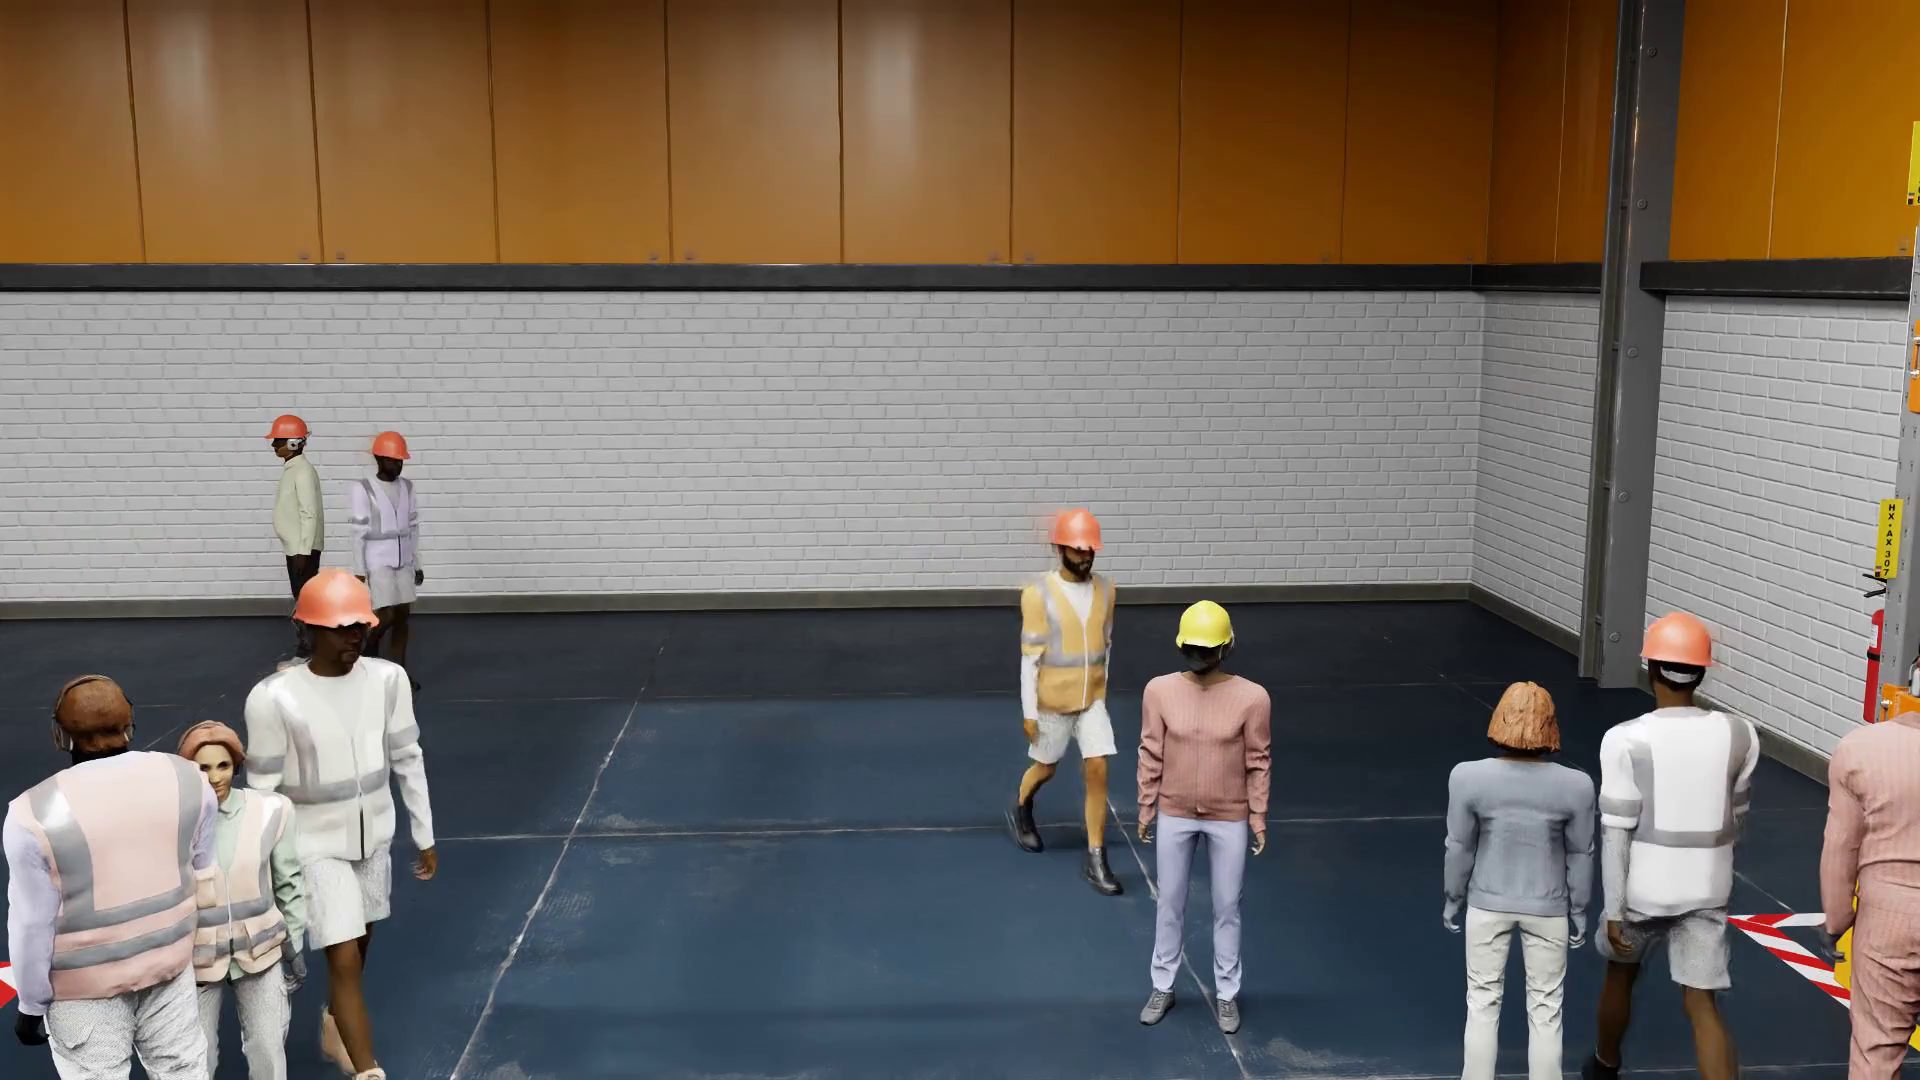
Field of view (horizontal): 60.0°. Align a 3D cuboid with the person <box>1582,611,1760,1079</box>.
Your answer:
[{"bbox_3d":[2.460,1.195,5.722,0.537,1.891,0.971,1,9,5],"label":"person"}]

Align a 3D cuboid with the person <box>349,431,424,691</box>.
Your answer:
[{"bbox_3d":[-4.145,0.159,12.079,0.463,1.920,0.558,6,11,33],"label":"person"}]

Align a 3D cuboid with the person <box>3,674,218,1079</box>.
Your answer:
[{"bbox_3d":[-2.580,1.314,5.095,0.429,1.839,0.633,7,11,37],"label":"person"}]

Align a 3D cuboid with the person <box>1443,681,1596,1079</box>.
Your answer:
[{"bbox_3d":[1.950,1.299,5.834,0.499,1.634,0.279,3,10,18],"label":"person"}]

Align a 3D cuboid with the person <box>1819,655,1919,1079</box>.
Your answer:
[{"bbox_3d":[3.117,1.241,5.343,0.643,1.910,0.400,6,11,33],"label":"person"}]

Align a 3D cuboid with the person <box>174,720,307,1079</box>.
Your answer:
[{"bbox_3d":[-2.376,1.375,5.373,0.509,1.629,0.316,-6,11,-33],"label":"person"}]

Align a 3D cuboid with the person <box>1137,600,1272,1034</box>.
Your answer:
[{"bbox_3d":[0.967,1.104,6.650,0.532,1.765,0.328,2,9,15],"label":"person"}]

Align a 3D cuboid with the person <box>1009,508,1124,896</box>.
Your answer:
[{"bbox_3d":[0.518,0.758,8.397,0.550,1.899,0.934,-4,10,-26],"label":"person"}]

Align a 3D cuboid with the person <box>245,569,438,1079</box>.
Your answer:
[{"bbox_3d":[-2.192,1.093,6.015,0.954,1.994,0.633,8,12,41],"label":"person"}]

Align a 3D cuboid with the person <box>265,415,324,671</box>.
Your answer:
[{"bbox_3d":[-4.988,0.050,12.543,0.378,1.995,0.609,-5,11,-30],"label":"person"}]
